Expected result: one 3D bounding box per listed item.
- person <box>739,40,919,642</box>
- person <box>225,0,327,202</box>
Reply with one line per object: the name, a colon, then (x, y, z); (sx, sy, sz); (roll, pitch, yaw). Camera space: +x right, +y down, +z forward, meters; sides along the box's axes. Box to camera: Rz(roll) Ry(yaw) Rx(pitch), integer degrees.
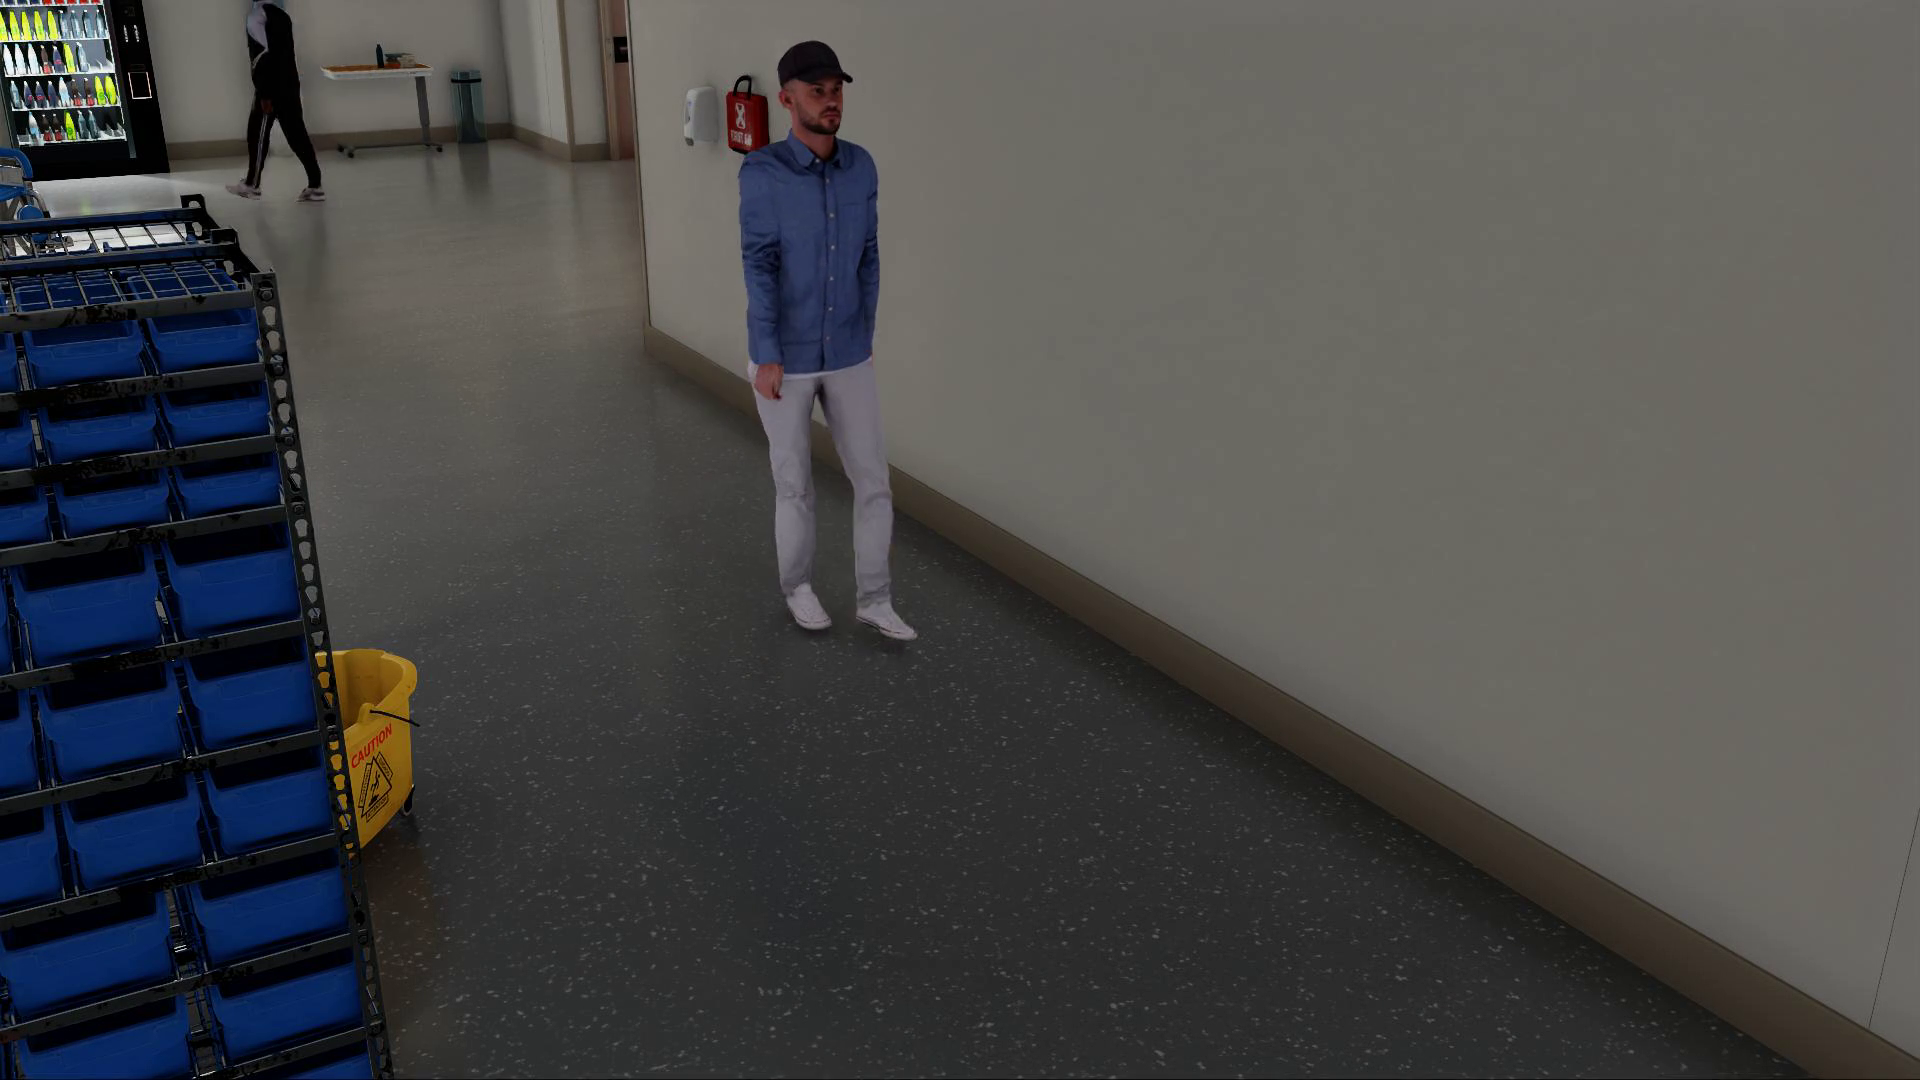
person: (-0.507, -0.613, 5.303); (0.742, 1.872, 0.737); (-10, 23, -24)
person: (-5.350, -3.575, 13.219); (1.148, 1.804, 1.097); (6, 22, 15)
